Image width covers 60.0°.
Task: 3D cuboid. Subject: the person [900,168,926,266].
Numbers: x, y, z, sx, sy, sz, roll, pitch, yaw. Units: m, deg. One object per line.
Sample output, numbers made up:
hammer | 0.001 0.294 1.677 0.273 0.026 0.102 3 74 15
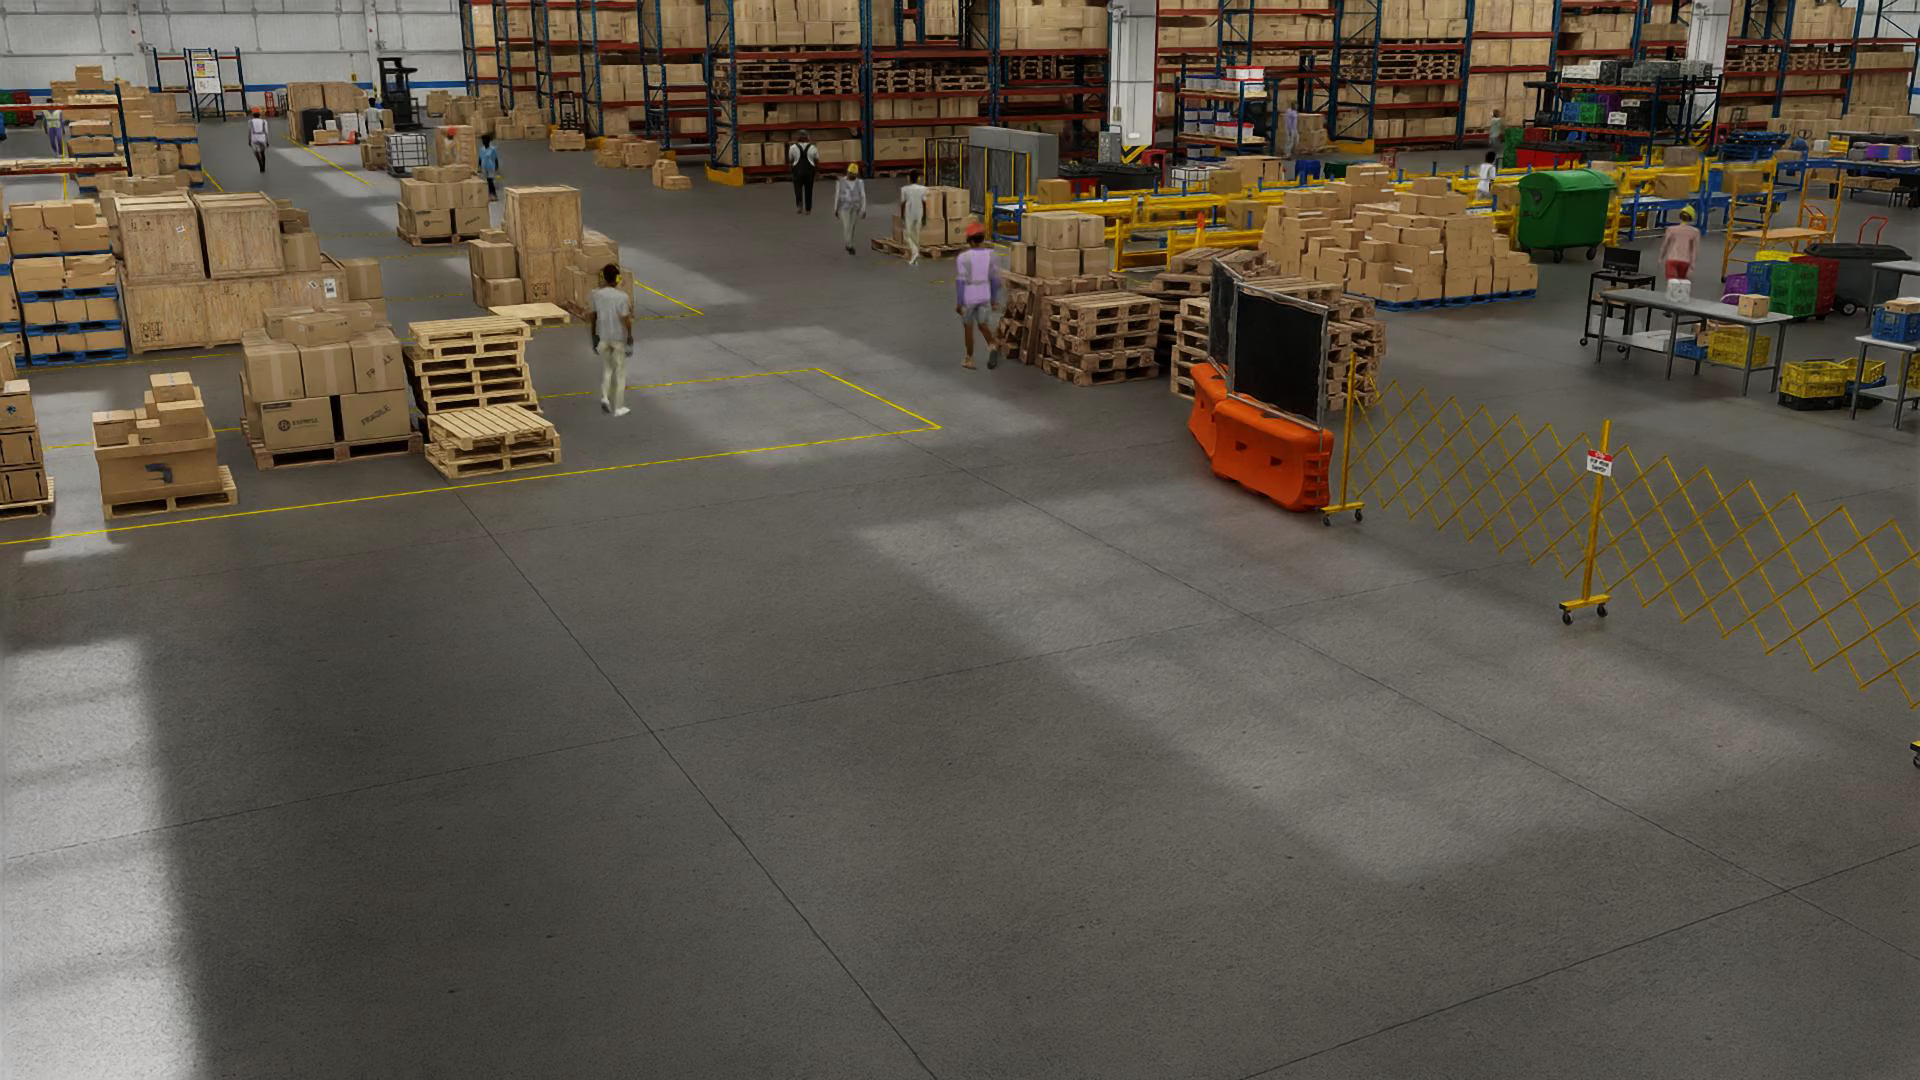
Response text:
person | -0.876 -6.109 31.536 0.544 1.853 0.446 -7 19 -21

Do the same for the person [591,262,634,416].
person | -4.166 -2.402 19.979 0.557 1.851 0.402 5 18 14

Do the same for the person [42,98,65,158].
person | -29.673 -13.496 54.494 0.598 1.905 0.446 -8 20 -24

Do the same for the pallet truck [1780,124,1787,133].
pallet truck | 25.206 -12.542 52.601 1.601 1.201 0.680 0 18 -2

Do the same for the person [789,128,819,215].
person | -3.688 -8.748 39.459 0.700 2.000 0.619 -2 18 -6

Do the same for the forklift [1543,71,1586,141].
forklift | 18.685 -13.231 52.085 1.873 2.768 1.129 -9 20 -26

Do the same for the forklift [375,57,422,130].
forklift | -22.739 -17.888 66.602 1.873 2.768 1.129 13 22 34

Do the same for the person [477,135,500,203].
person | -11.943 -9.344 41.921 0.556 1.664 0.798 9 20 25

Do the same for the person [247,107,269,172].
person | -20.916 -11.945 49.633 0.566 1.920 0.729 -10 21 -30

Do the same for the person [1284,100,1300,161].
person | 10.617 -13.073 53.121 0.457 1.922 0.646 12 21 32

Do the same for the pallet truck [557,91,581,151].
pallet truck | -13.495 -14.412 57.188 0.823 1.965 1.885 -3 18 -9

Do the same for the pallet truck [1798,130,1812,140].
pallet truck | 25.526 -11.556 49.408 1.630 1.274 0.653 -9 20 -26

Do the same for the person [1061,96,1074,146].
person | 3.656 -14.004 56.087 0.511 1.890 0.644 -13 22 -35

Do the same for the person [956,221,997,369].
person | 0.240 -3.266 22.397 0.621 2.025 0.733 -9 20 -26

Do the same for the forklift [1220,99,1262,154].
forklift | 9.747 -14.563 56.236 1.873 2.768 1.129 15 23 39

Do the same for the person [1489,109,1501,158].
person | 17.169 -13.037 53.511 0.344 1.618 0.519 -2 18 -5

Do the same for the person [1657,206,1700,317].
person | 11.465 -4.467 26.606 0.550 1.727 0.758 4 18 12

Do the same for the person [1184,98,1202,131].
person | 8.698 -15.995 62.263 0.651 1.911 0.409 -4 18 -11

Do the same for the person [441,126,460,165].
person | -12.971 -9.549 42.222 0.716 1.892 0.366 9 20 26

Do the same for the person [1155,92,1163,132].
person | 7.750 -17.115 65.785 0.437 1.897 0.571 -1 18 -3

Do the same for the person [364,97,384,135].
person | -18.939 -13.320 53.831 0.603 1.967 0.366 0 18 -1

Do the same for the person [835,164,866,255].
person | -2.184 -6.649 33.345 0.608 1.782 0.955 -5 19 -16

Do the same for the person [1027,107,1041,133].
person | 2.434 -13.215 53.977 0.493 1.672 0.596 -15 23 -39

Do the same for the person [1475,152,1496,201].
person | 11.882 -7.887 37.394 0.858 1.642 0.549 -8 19 -22

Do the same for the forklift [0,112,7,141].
forklift | -35.930 -15.857 60.270 1.873 2.768 1.129 2 18 6
